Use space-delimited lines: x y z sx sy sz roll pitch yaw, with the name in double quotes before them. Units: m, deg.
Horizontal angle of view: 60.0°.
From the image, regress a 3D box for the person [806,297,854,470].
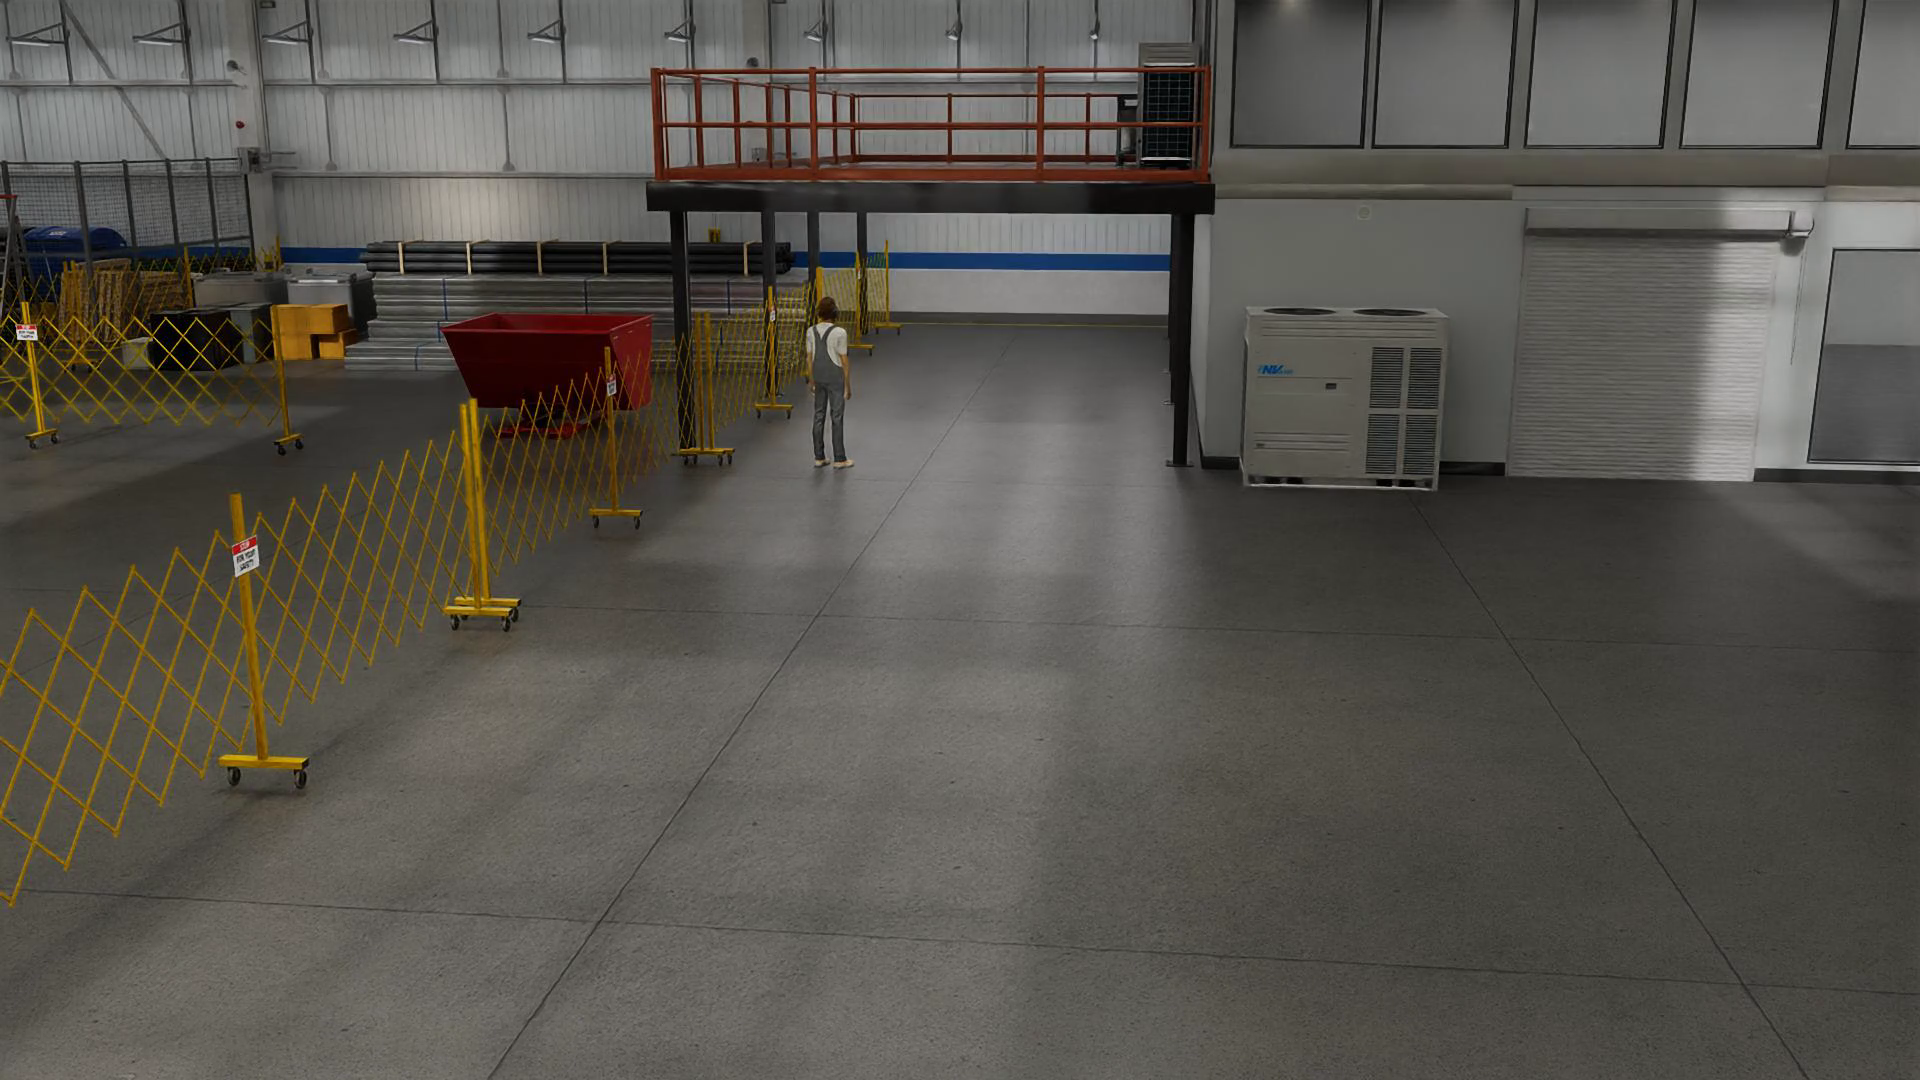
"person" -1.389 -1.673 17.783 0.514 1.846 0.339 6 15 25
